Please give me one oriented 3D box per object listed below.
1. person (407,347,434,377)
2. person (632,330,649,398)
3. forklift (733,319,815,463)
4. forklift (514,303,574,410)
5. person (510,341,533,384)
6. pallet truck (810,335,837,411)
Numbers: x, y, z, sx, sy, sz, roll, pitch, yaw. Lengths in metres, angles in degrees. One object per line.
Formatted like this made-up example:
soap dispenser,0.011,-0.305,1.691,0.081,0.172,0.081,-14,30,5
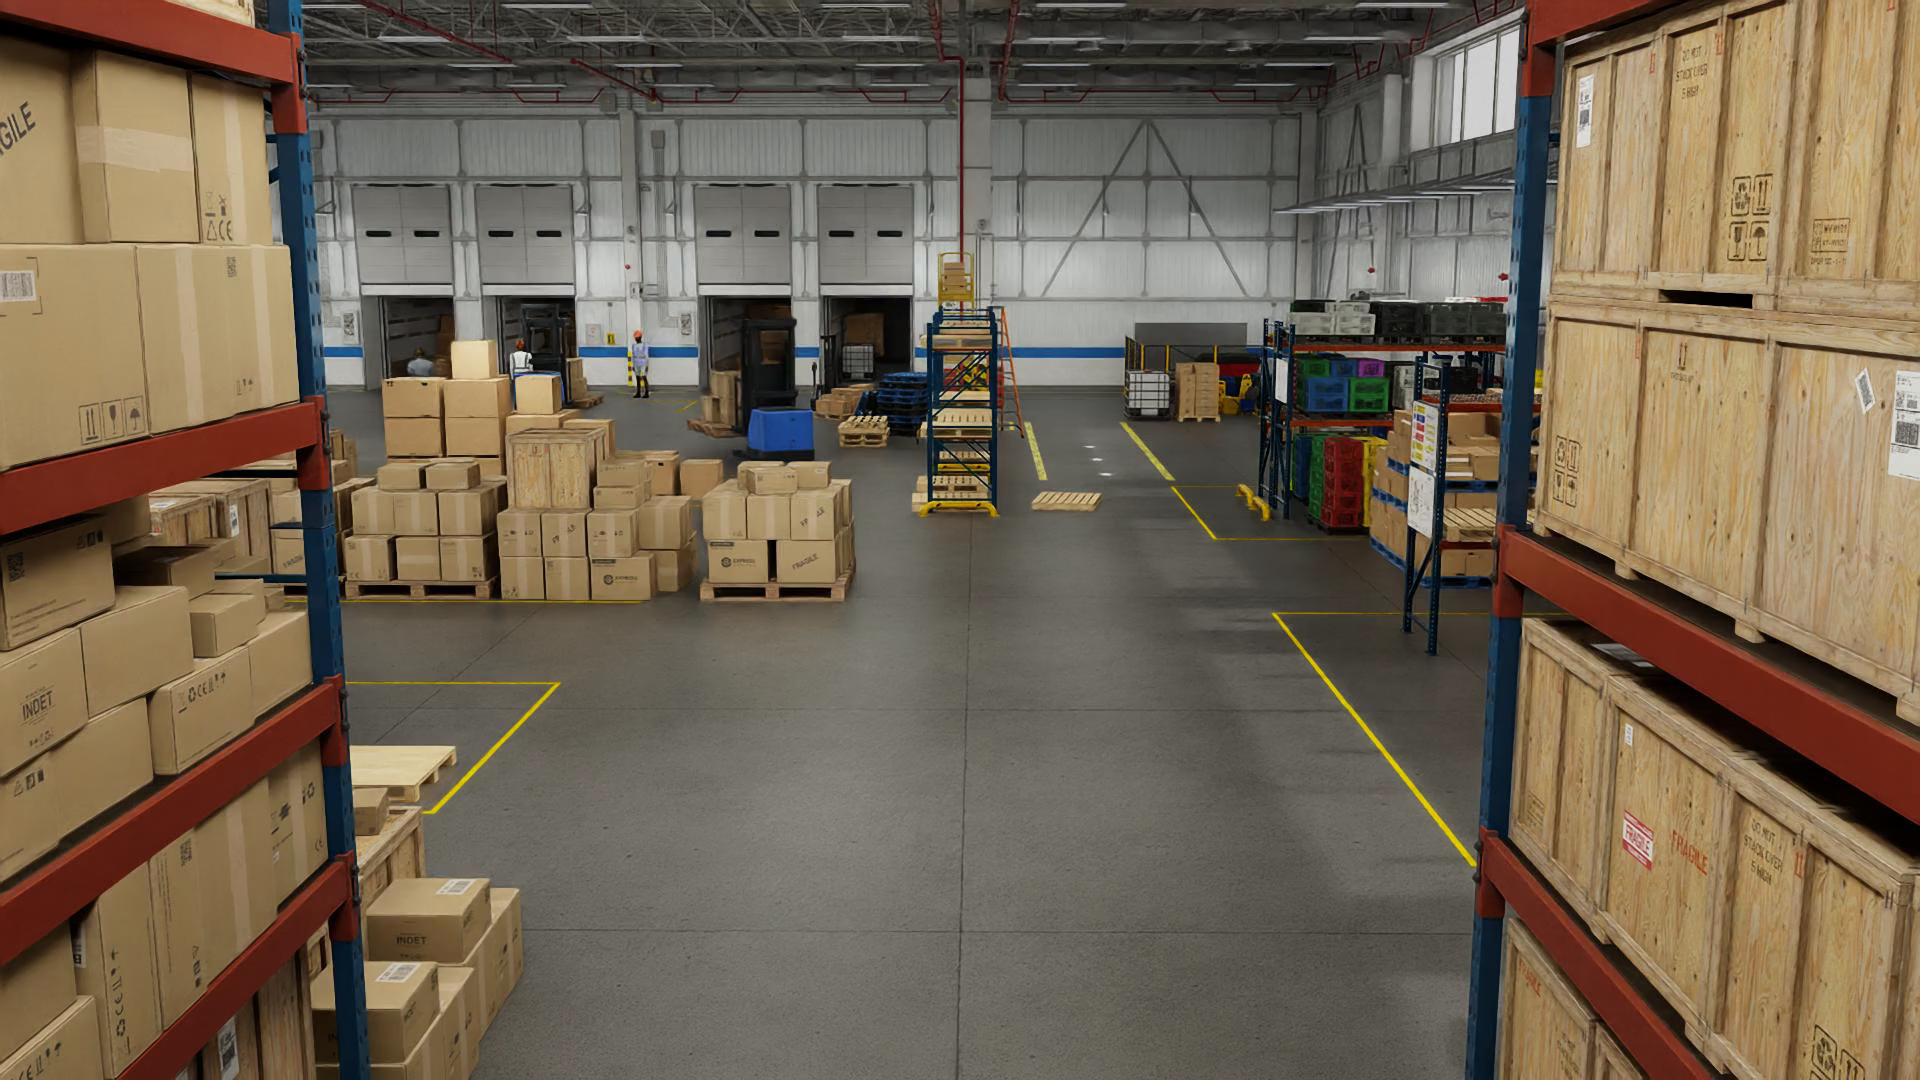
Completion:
person,-12.644,-3.572,39.058,0.647,1.922,0.521,-8,13,-40
person,-9.085,-4.978,47.185,0.546,1.927,0.395,5,11,25
forklift,-3.673,-2.954,32.743,1.129,2.768,1.873,-5,11,-25
forklift,-10.721,-4.667,42.626,1.129,2.768,1.873,0,10,1
person,-11.208,-4.155,42.552,0.575,1.881,0.356,0,10,0
pallet truck,-3.021,-4.312,43.126,1.885,1.965,0.823,3,10,17
